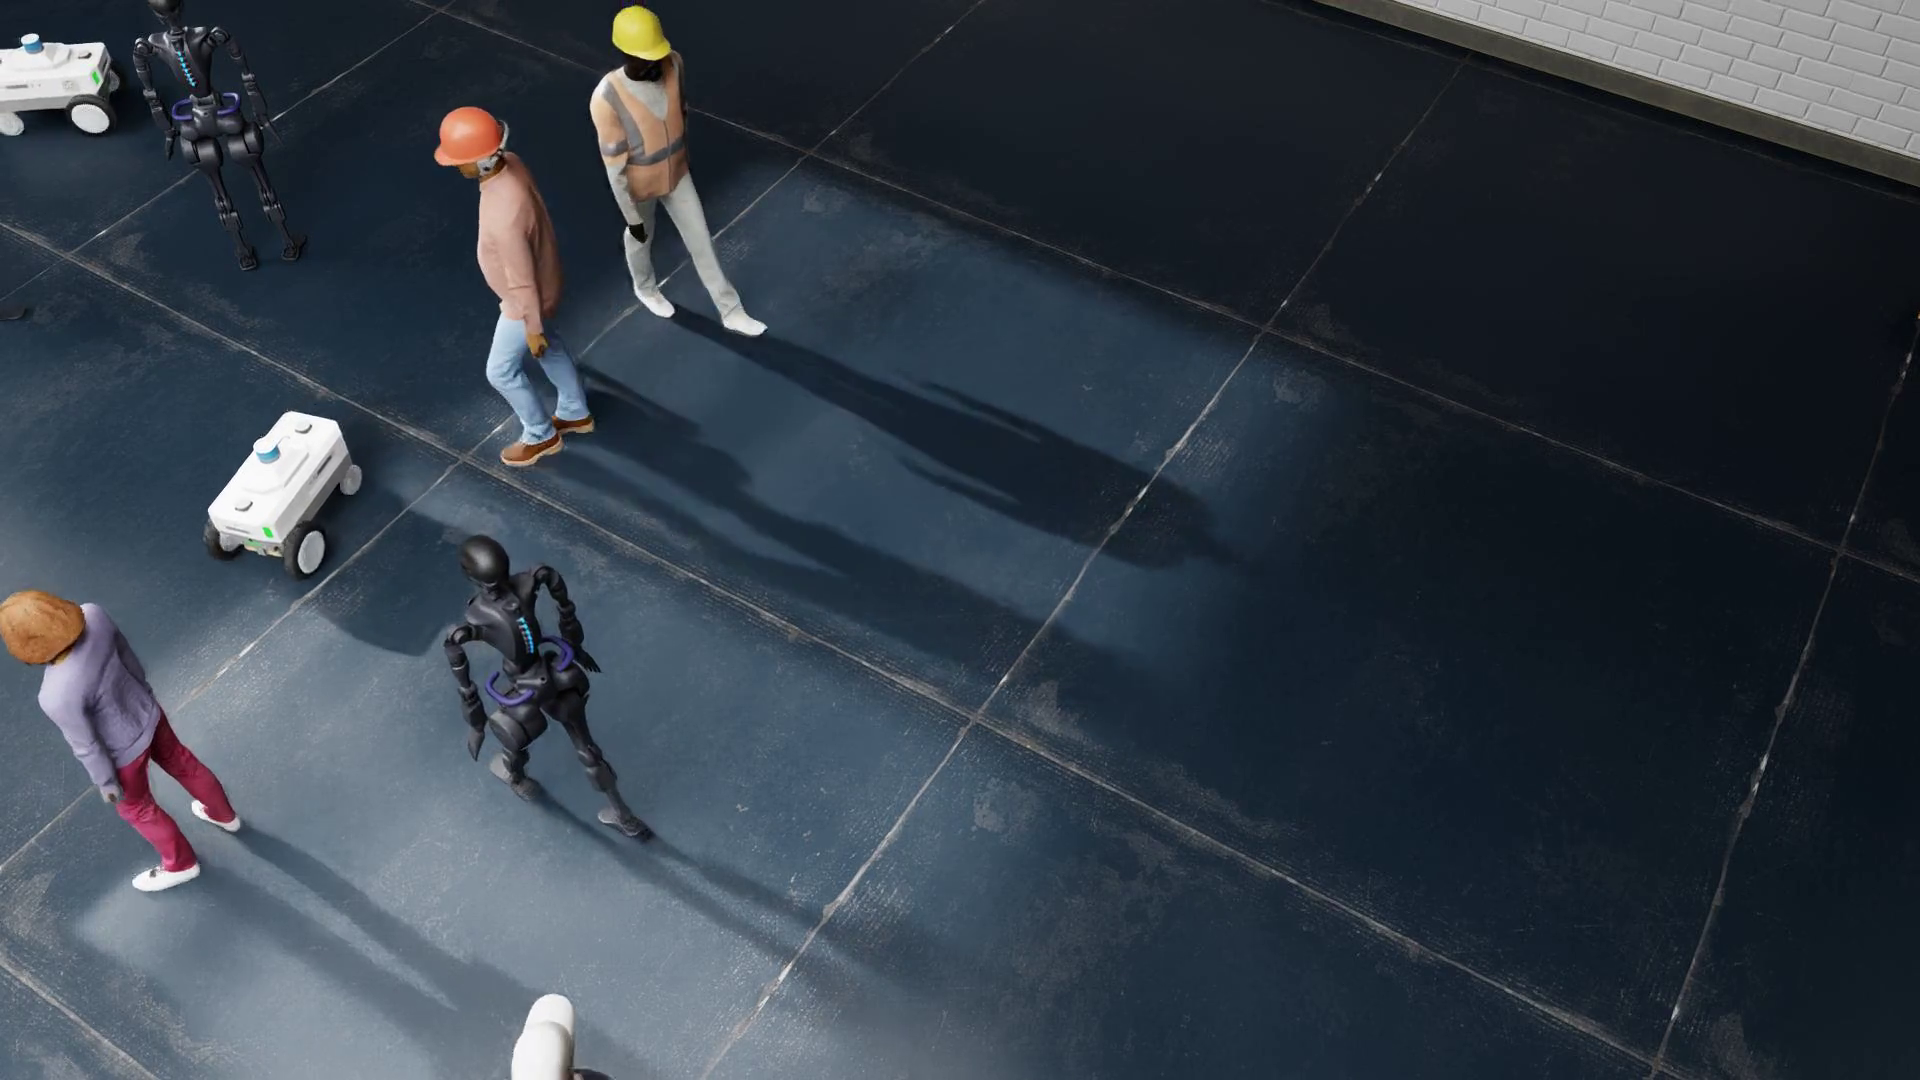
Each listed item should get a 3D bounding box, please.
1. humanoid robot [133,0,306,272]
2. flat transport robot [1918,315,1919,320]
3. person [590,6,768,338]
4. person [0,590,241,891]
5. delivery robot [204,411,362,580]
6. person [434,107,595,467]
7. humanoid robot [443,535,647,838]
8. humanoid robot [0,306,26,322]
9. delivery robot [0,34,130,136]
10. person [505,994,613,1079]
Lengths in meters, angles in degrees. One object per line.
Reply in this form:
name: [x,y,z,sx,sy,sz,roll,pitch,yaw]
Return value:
humanoid robot: [-3.926,-2.168,8.768,0.599,1.655,0.315,-11,50,-10]
flat transport robot: [5.934,-1.205,8.869,1.431,0.231,0.659,-17,51,-14]
person: [-1.449,-1.763,8.275,0.929,1.884,0.607,35,57,26]
person: [-3.175,0.734,6.273,0.380,1.622,0.541,-1,49,-1]
delivery robot: [-3.188,-0.226,7.823,0.499,0.594,0.778,12,50,11]
person: [-2.102,-1.154,7.691,0.572,1.967,0.665,-7,49,-6]
humanoid robot: [-1.644,0.577,6.406,0.769,1.628,0.610,32,56,25]
humanoid robot: [-5.317,-1.760,8.418,0.466,1.641,0.596,-18,51,-15]
delivery robot: [-5.489,-2.770,10.042,0.785,0.587,0.499,-6,49,-5]
person: [-1.182,1.989,5.105,0.740,1.737,0.760,-5,49,-4]
